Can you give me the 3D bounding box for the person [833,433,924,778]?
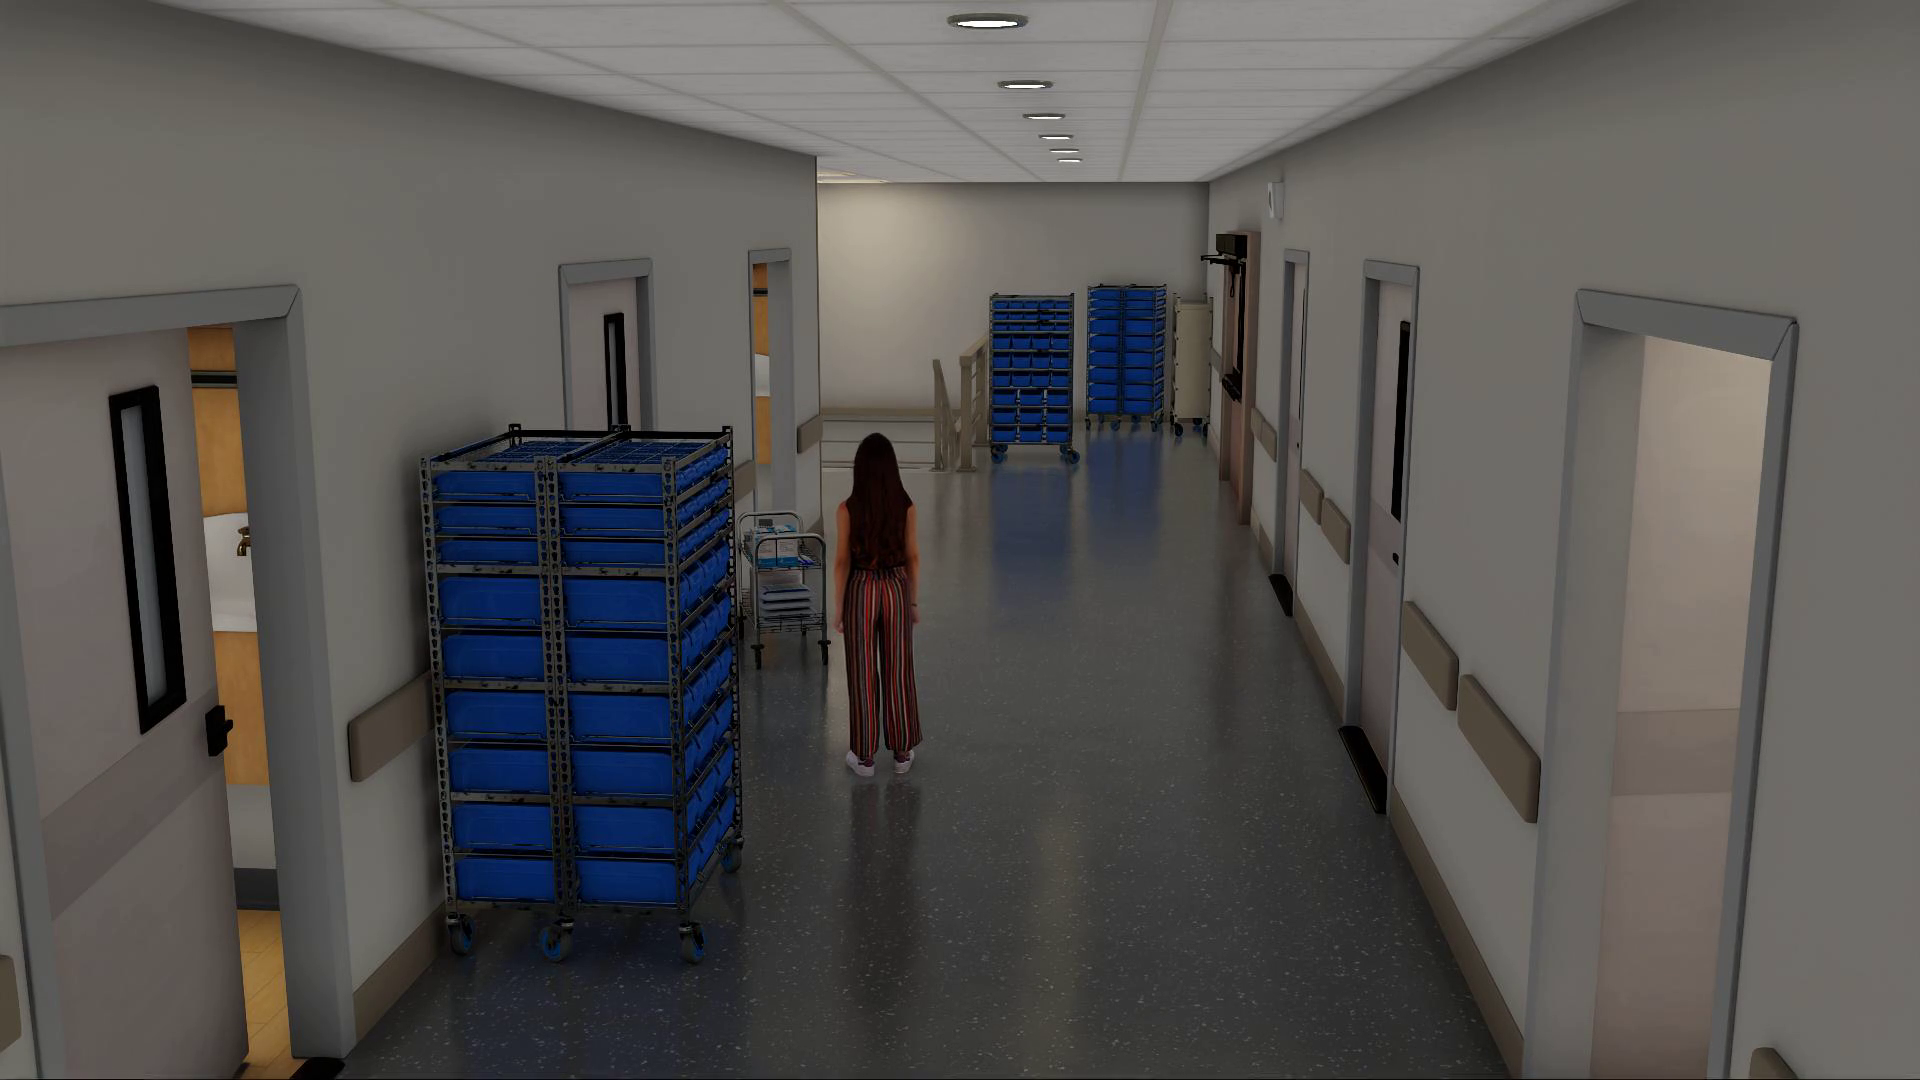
[{"bbox_3d":[-0.375,0.283,7.562,0.620,1.562,0.610,-3,11,-14],"label":"person"}]
